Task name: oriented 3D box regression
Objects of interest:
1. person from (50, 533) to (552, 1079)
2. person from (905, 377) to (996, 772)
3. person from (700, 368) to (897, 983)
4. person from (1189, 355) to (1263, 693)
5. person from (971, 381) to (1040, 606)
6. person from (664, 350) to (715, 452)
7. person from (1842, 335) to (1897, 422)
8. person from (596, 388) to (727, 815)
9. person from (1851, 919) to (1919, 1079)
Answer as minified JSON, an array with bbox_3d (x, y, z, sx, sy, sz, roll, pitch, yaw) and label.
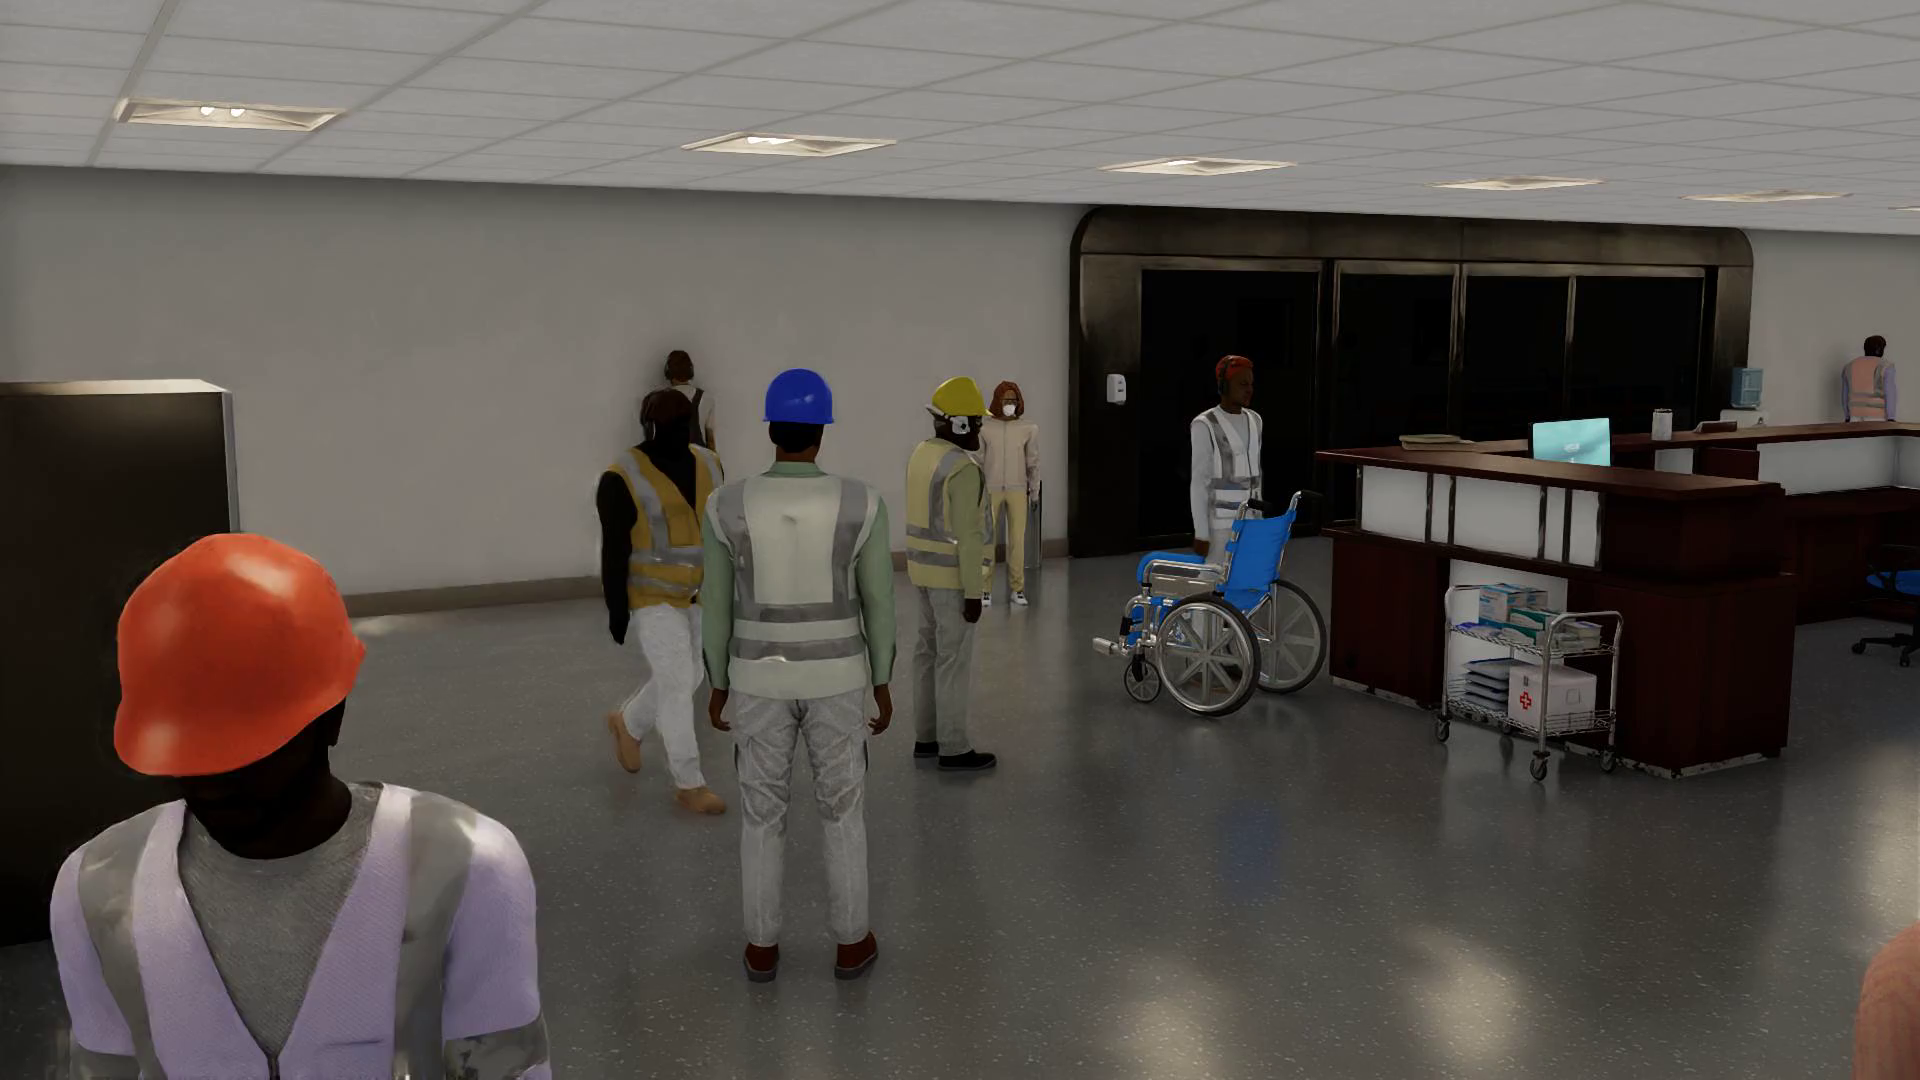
[{"bbox_3d":[-0.788,0.919,1.947,0.638,1.905,0.500,-1,8,-6],"label":"person"},{"bbox_3d":[-0.038,0.162,7.704,0.403,1.826,0.597,-4,9,-26],"label":"person"},{"bbox_3d":[-0.507,0.432,5.281,0.614,1.945,0.401,0,8,-2],"label":"person"},{"bbox_3d":[1.499,-0.093,9.326,0.586,1.883,0.339,-8,11,-44],"label":"person"},{"bbox_3d":[0.326,-0.329,11.969,0.504,1.627,0.286,-1,8,-6],"label":"person"},{"bbox_3d":[-2.059,-0.491,12.362,0.506,1.838,0.339,-5,9,-32],"label":"person"},{"bbox_3d":[10.440,-1.420,19.075,0.429,1.845,0.621,-4,9,-29],"label":"person"},{"bbox_3d":[-1.304,0.235,7.231,0.835,1.811,0.613,7,10,40],"label":"person"},{"bbox_3d":[1.236,0.985,1.944,0.532,1.768,0.311,-4,9,-27],"label":"person"}]
